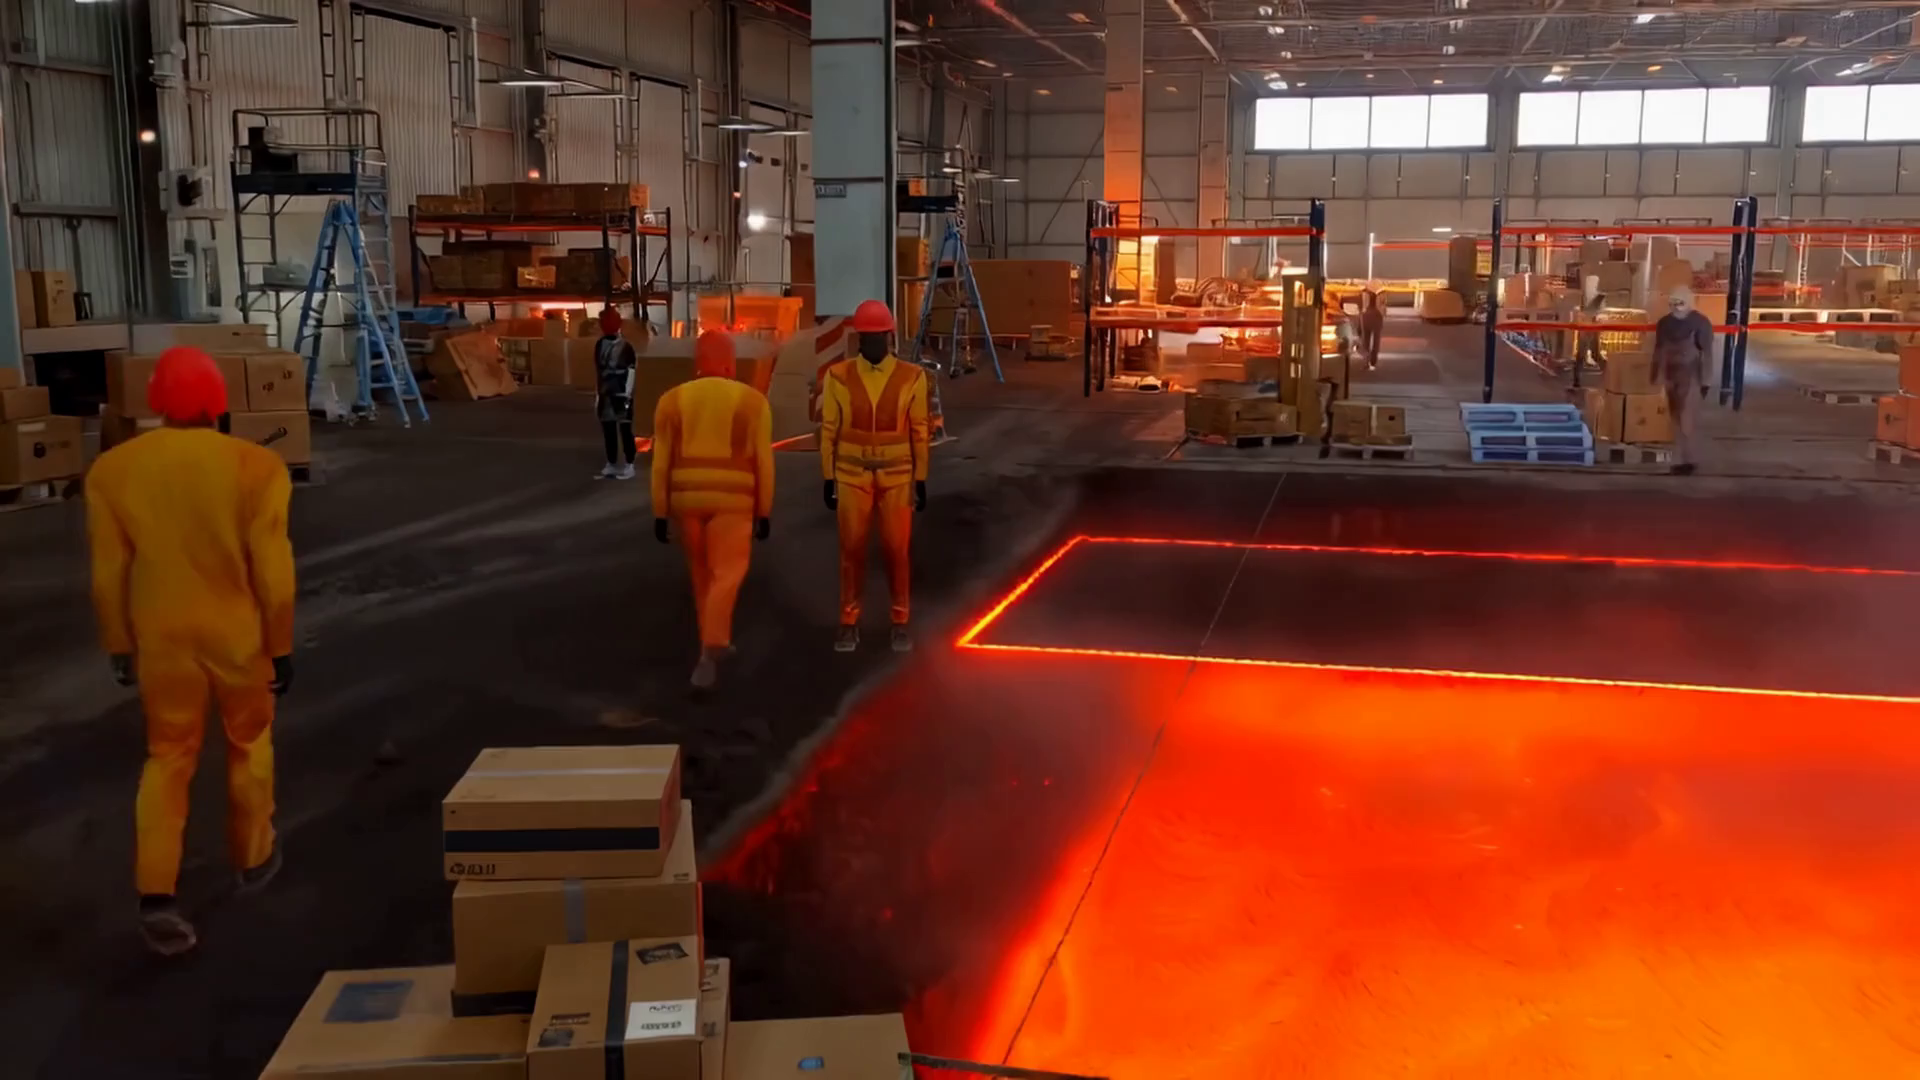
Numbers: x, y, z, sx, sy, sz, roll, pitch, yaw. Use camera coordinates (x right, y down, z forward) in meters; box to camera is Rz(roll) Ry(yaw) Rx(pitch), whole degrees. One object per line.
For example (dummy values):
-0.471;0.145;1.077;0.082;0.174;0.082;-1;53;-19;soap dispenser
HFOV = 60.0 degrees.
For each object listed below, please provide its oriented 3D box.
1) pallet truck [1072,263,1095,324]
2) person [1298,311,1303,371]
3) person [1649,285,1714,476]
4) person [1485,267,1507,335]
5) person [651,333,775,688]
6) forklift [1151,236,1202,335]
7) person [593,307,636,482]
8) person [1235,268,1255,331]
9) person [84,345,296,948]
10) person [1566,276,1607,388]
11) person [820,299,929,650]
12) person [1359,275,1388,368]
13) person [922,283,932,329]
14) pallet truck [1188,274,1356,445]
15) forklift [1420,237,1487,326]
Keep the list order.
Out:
4.325;-8.180;55.162;0.823;1.965;1.885;6;11;31;pallet truck
6.712;-4.096;31.898;0.485;1.738;0.322;-3;10;-17;person
7.196;-1.593;16.641;0.537;1.904;0.631;-3;10;-17;person
14.849;-6.609;46.120;0.569;1.924;0.496;1;10;3;person
-1.287;-0.162;8.580;0.629;1.801;0.895;1;10;7;person
5.867;-7.214;46.879;1.873;2.768;1.129;2;10;14;forklift
-3.377;-1.414;16.210;0.540;1.695;0.318;7;12;35;person
8.395;-7.069;48.957;0.355;1.883;0.572;-9;13;-44;person
-2.478;0.324;5.382;0.640;1.908;0.959;-1;10;-8;person
10.588;-3.463;27.780;0.886;1.899;0.599;-5;11;-25;person
-0.472;-0.354;9.232;0.605;1.948;0.390;0;10;-2;person
8.162;-4.295;32.779;0.549;1.827;0.412;4;10;22;person
-0.897;-7.350;50.488;0.544;1.929;0.386;-6;11;-31;person
3.653;-2.138;19.590;1.885;1.965;0.823;-4;10;-20;pallet truck
15.634;-8.155;52.421;1.873;2.768;1.129;-1;10;-5;forklift
